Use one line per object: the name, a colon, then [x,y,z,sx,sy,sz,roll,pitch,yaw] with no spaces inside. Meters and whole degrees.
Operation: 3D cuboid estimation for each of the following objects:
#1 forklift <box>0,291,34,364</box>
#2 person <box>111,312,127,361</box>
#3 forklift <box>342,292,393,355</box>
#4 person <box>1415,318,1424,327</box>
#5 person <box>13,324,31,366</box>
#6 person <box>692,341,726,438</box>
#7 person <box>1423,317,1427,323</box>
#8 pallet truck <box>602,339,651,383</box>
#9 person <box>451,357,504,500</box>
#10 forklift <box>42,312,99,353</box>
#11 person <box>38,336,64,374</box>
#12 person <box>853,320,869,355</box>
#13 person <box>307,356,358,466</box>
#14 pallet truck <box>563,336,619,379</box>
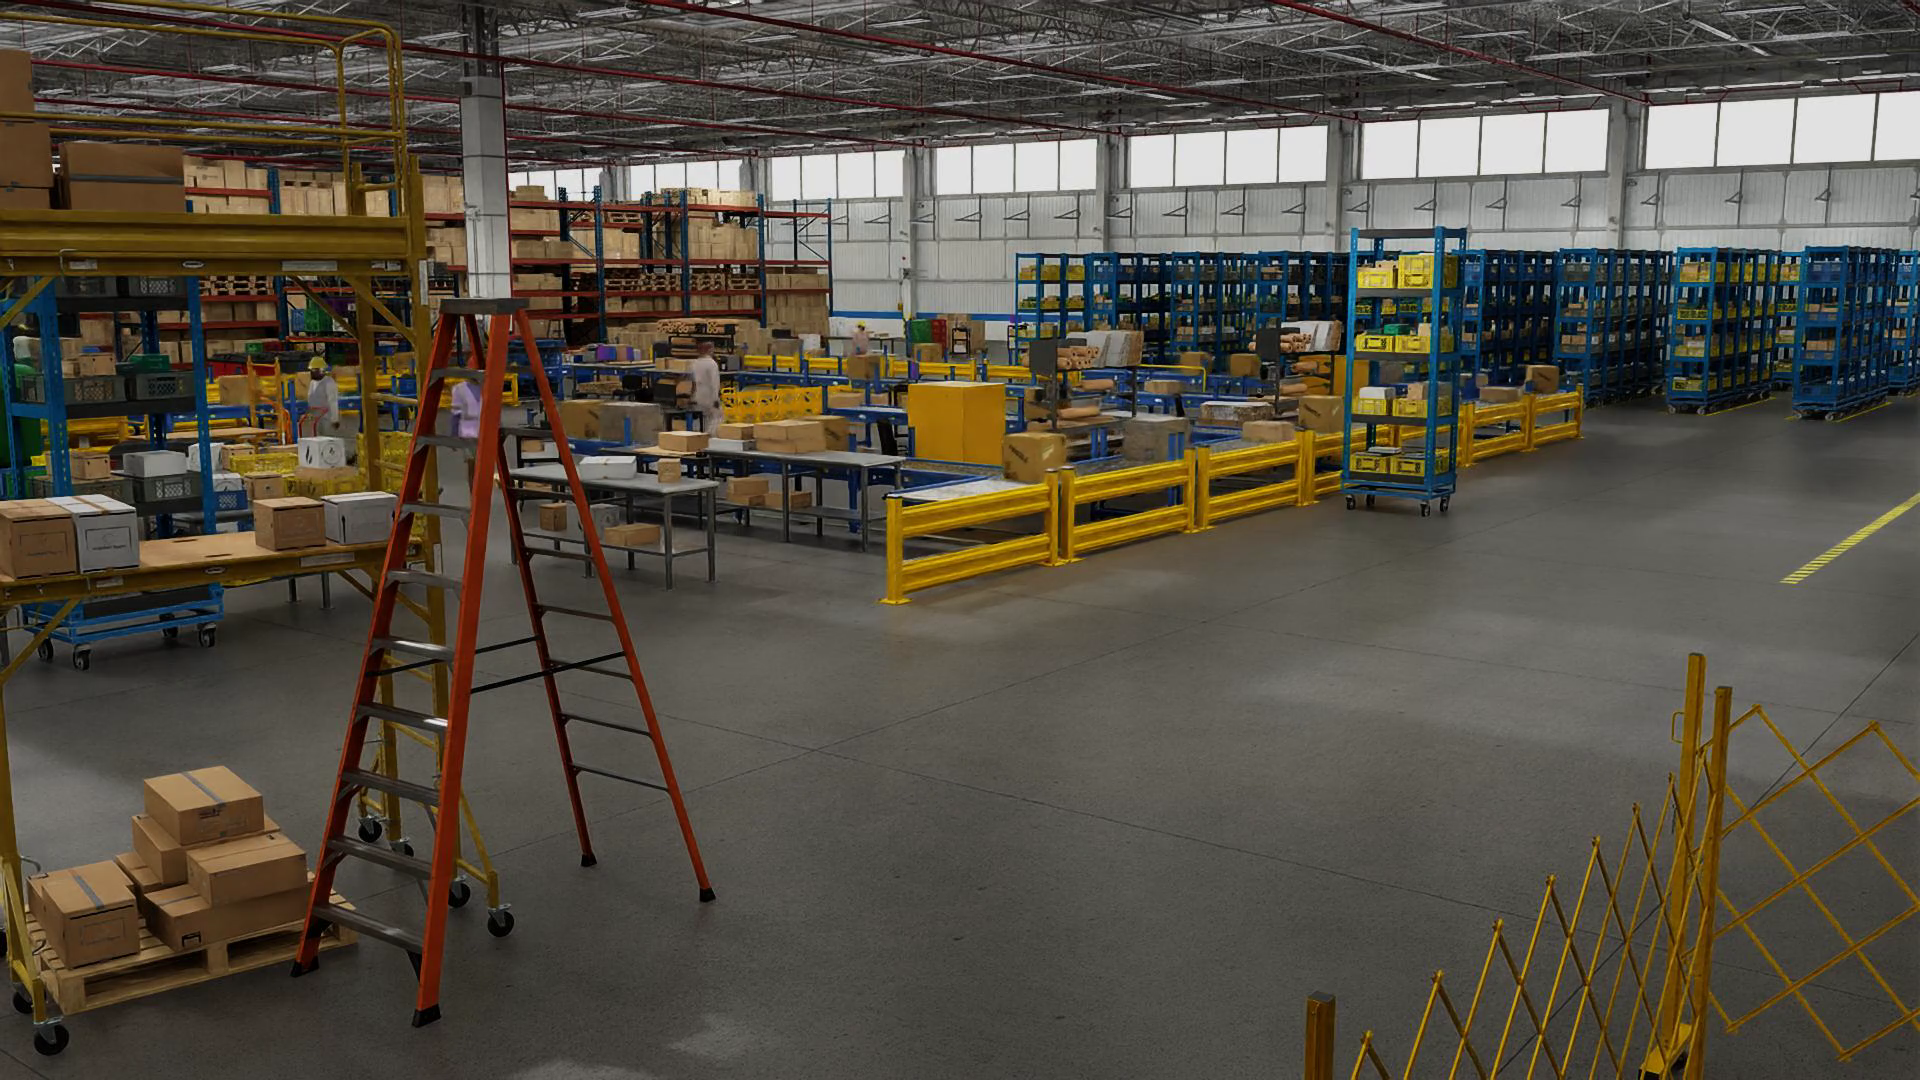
forklift: [-25.248,-5.531,44.553,1.873,2.768,1.129,7,11,37]
person: [-25.211,-5.924,50.172,0.925,1.871,0.646,-5,11,-30]
forklift: [-16.485,-5.622,45.120,1.129,2.768,1.873,7,11,37]
person: [12.603,-5.239,46.033,0.679,1.817,0.453,-6,11,-33]
person: [-24.119,-4.674,42.773,0.380,1.740,0.535,3,10,21]
person: [-4.237,-2.416,28.160,0.432,1.894,0.669,-8,12,-40]
person: [13.149,-5.395,46.957,0.587,1.835,0.404,1,9,7]
pallet truck: [-8.991,-4.871,45.351,0.653,1.274,1.630,7,11,37]
person: [-6.050,-1.312,20.958,0.624,1.993,1.016,-5,10,-26]
forklift: [-23.779,-5.451,44.052,1.873,2.768,1.129,7,11,36]
person: [-20.679,-3.841,37.906,0.528,1.609,0.654,-7,12,-38]
person: [-2.753,-5.213,46.039,0.547,1.752,0.491,-8,12,-41]
person: [-9.455,-1.855,24.944,0.605,1.816,0.649,7,11,36]
pallet truck: [-10.690,-5.294,48.215,1.601,1.201,0.680,-5,10,-26]
